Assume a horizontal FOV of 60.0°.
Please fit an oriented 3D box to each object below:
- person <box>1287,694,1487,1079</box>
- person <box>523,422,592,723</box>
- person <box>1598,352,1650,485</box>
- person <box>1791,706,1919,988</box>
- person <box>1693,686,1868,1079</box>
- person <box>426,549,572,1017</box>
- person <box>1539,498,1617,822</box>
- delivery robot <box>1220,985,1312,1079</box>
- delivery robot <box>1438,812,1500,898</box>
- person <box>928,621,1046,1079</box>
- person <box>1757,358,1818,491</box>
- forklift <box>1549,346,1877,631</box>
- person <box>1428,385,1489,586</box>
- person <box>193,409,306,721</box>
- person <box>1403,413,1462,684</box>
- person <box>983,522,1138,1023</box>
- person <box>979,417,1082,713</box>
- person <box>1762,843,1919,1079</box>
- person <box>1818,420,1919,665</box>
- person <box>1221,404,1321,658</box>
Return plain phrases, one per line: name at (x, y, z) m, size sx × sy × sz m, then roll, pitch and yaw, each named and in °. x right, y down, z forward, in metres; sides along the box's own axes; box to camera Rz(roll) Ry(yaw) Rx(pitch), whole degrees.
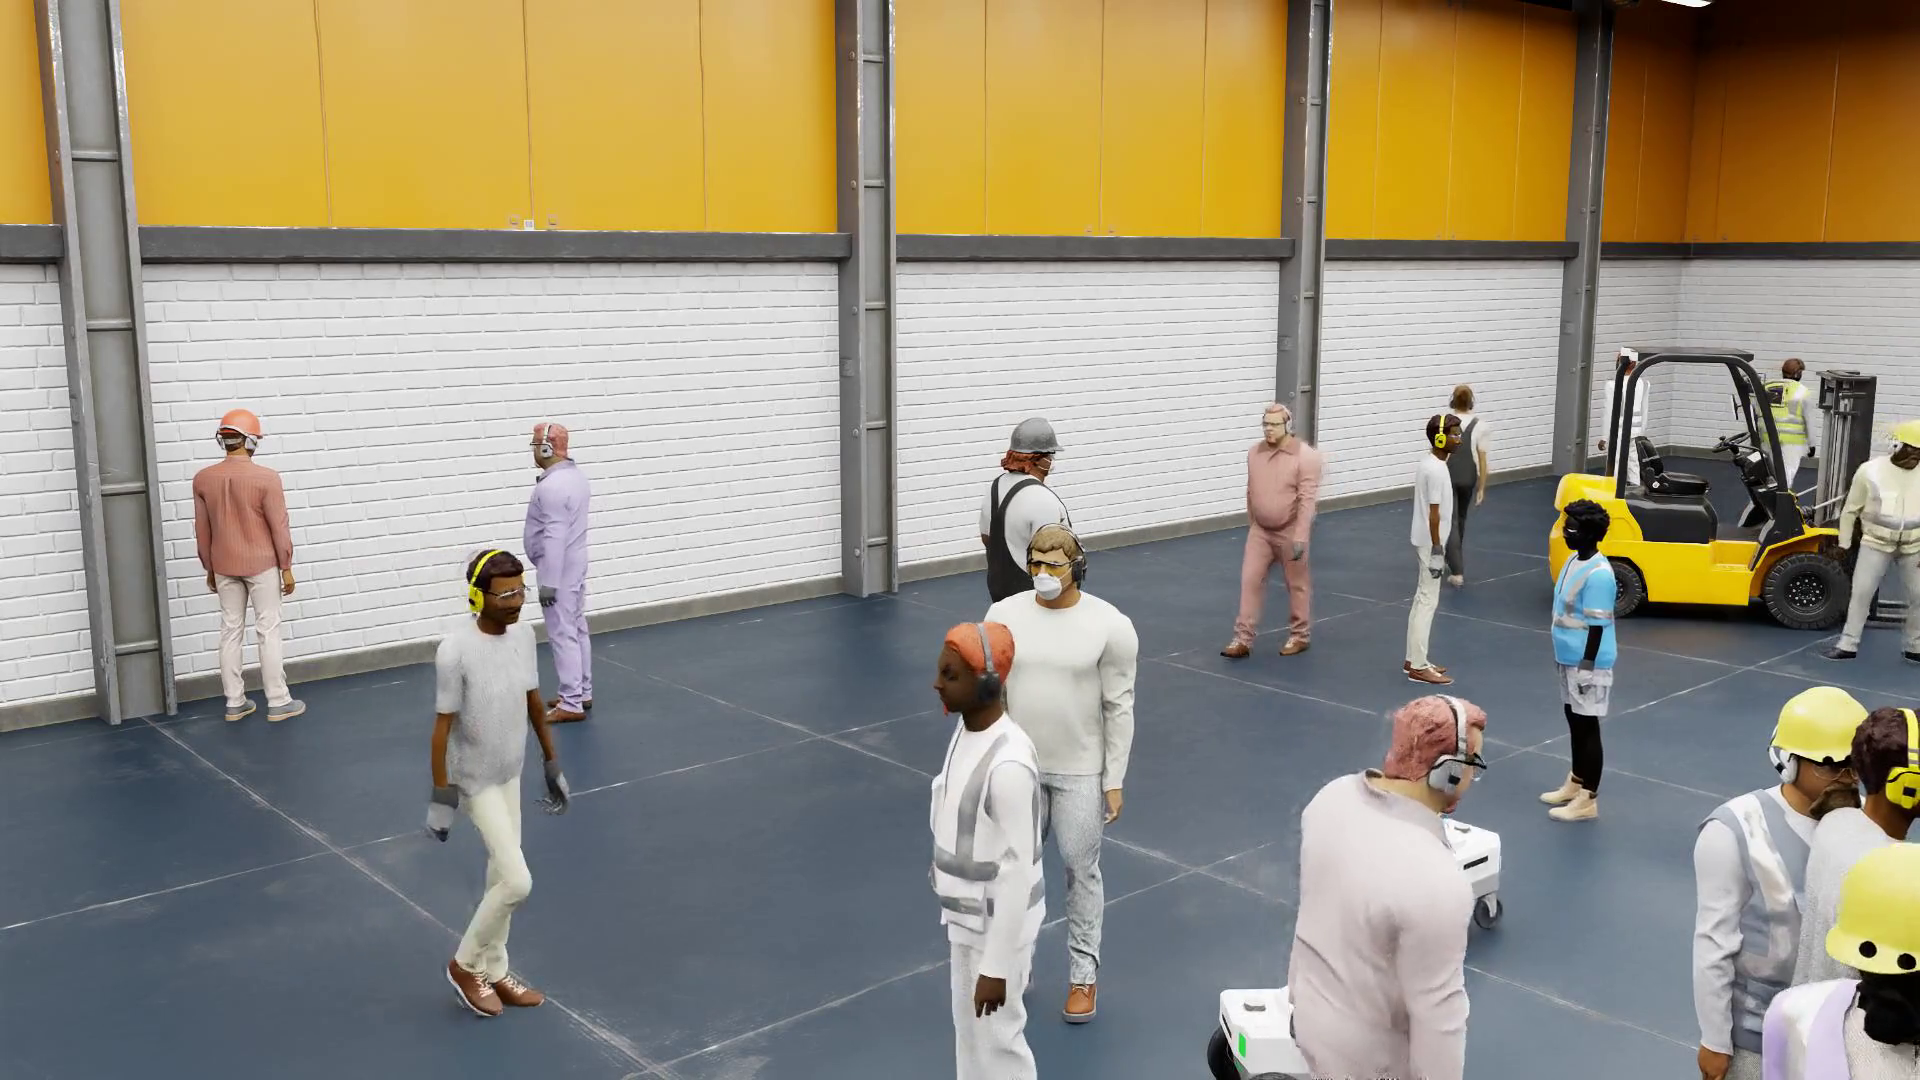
person at (1.012, 1.299, 4.215) m, size 0.520 × 1.882 × 0.692 m, roll -2°, pitch 10°, yaw -12°
person at (-2.556, 0.202, 10.549) m, size 0.403 × 1.906 × 0.651 m, roll 0°, pitch 10°, yaw 1°
person at (7.450, -1.177, 18.691) m, size 0.572 × 1.883 × 0.355 m, roll -3°, pitch 10°, yaw -16°
person at (2.255, 1.316, 4.182) m, size 0.327 × 1.861 × 0.498 m, roll 2°, pitch 10°, yaw 11°
person at (2.236, 1.282, 4.439) m, size 0.590 × 1.833 × 0.404 m, roll -2°, pitch 10°, yaw -12°
person at (-1.781, 0.940, 6.419) m, size 0.406 × 1.846 × 0.548 m, roll 3°, pitch 10°, yaw 18°
person at (3.251, 0.625, 8.696) m, size 0.319 × 1.699 × 0.533 m, roll 1°, pitch 10°, yaw 6°
delivery robot at (1.252, 1.671, 5.628) m, size 0.707 × 0.478 × 0.477 m, roll 0°, pitch 10°, yaw -2°
delivery robot at (2.014, 1.404, 7.186) m, size 0.707 × 0.478 × 0.477 m, roll -8°, pitch 13°, yaw -39°
person at (0.073, 1.158, 5.032) m, size 0.356 × 1.883 × 0.577 m, roll -2°, pitch 10°, yaw -12°
person at (9.187, -1.102, 18.428) m, size 0.573 × 1.821 × 0.650 m, roll -6°, pitch 11°, yaw -32°
forklift at (6.109, -0.478, 13.691) m, size 2.313 × 2.155 × 1.214 m, roll 3°, pitch 10°, yaw 16°
person at (4.509, -0.510, 15.113) m, size 0.509 × 1.787 × 1.016 m, roll 0°, pitch 10°, yaw 1°
person at (-4.502, 0.165, 10.531) m, size 0.611 × 1.987 × 0.392 m, roll 1°, pitch 10°, yaw 6°
person at (3.286, 0.053, 11.534) m, size 0.315 × 1.869 × 0.526 m, roll 2°, pitch 10°, yaw 10°
person at (0.361, 0.890, 6.427) m, size 0.630 × 1.940 × 0.372 m, roll 3°, pitch 10°, yaw 19°
person at (0.440, 0.307, 9.545) m, size 0.539 × 2.000 × 0.689 m, roll -5°, pitch 11°, yaw -29°
person at (1.728, 1.489, 3.097) m, size 0.467 × 1.922 × 0.595 m, roll -7°, pitch 12°, yaw -36°
person at (6.644, 0.029, 11.917) m, size 0.823 × 1.795 × 0.418 m, roll 3°, pitch 10°, yaw 18°
person at (2.274, -0.042, 12.089) m, size 0.657 × 1.872 × 0.896 m, roll 8°, pitch 13°, yaw 41°
